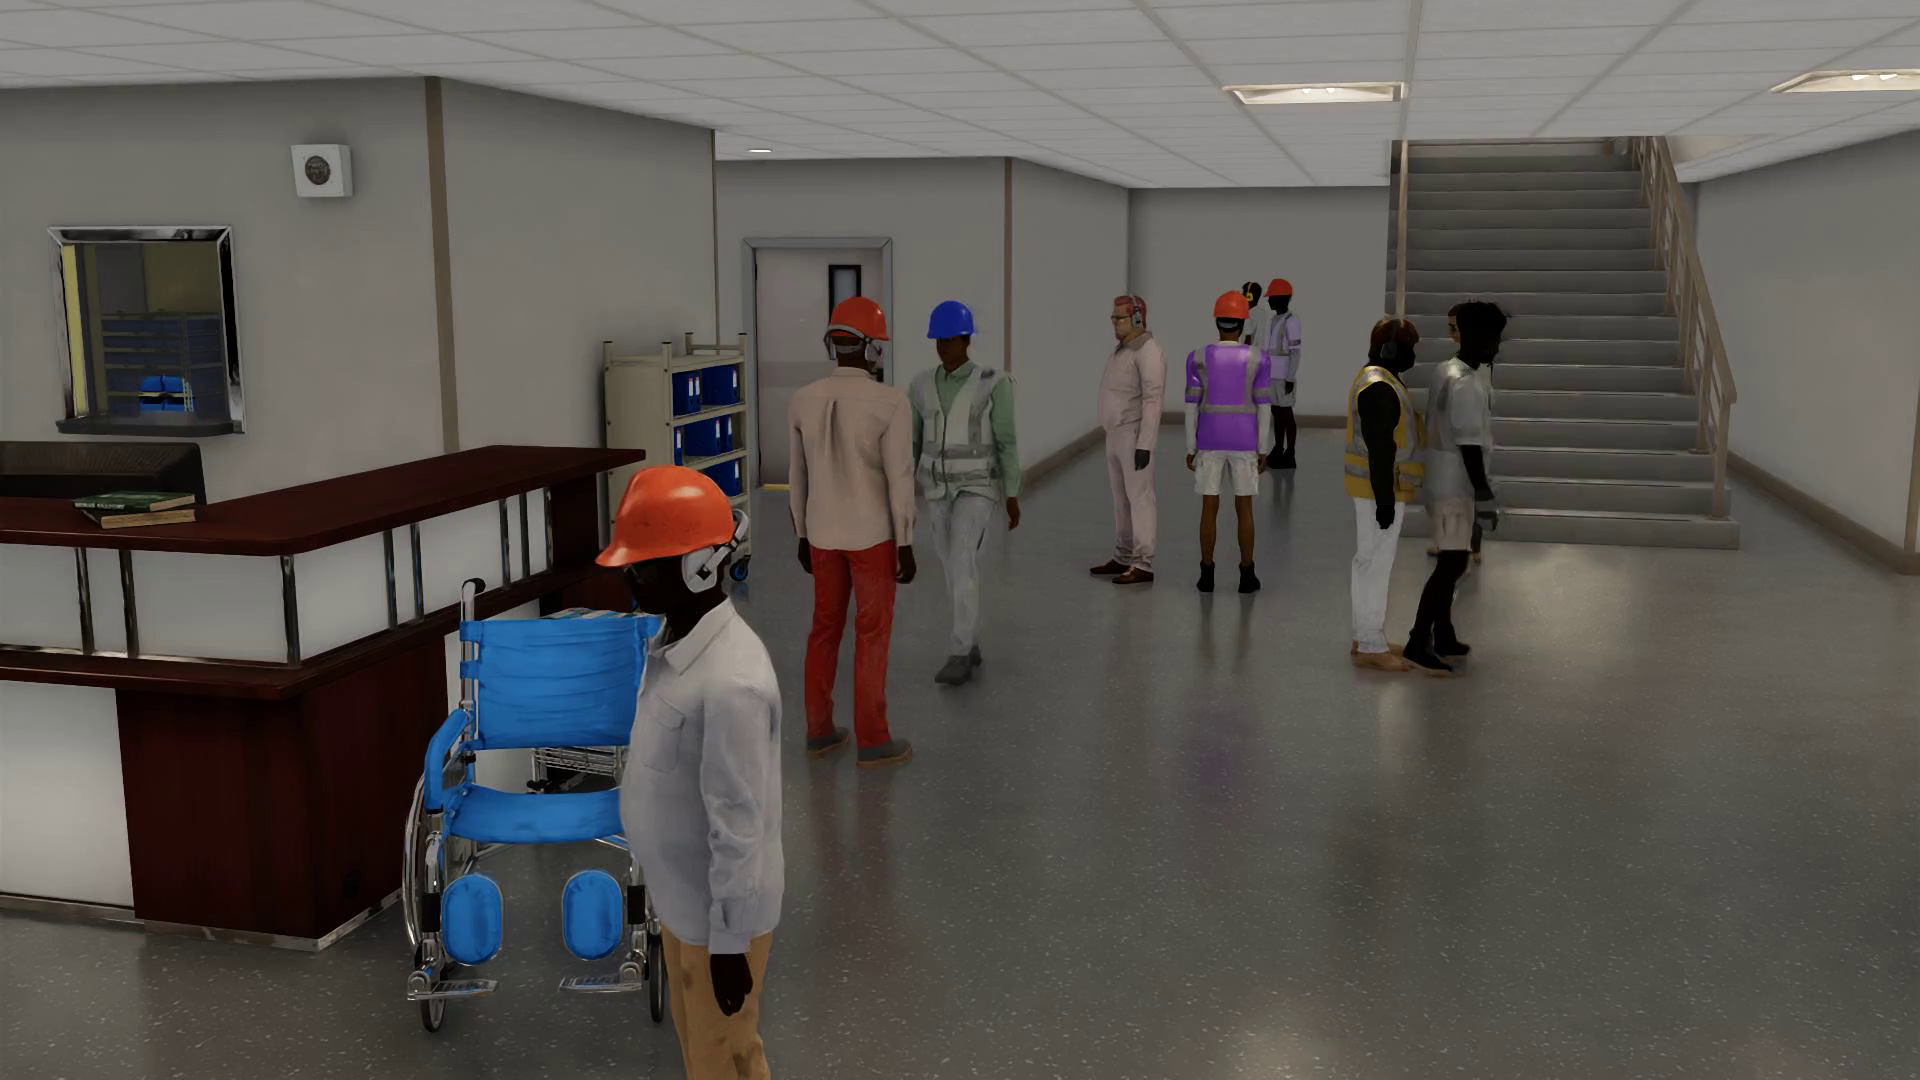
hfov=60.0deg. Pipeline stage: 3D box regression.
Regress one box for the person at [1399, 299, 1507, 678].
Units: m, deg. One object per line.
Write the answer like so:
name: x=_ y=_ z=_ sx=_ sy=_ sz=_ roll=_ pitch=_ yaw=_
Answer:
person: x=2.542 y=-0.273 z=8.630 sx=0.482 sy=1.940 sz=0.751 roll=1 pitch=10 yaw=6

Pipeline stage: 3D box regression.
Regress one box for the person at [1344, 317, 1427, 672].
person: x=2.233 y=-0.242 z=8.743 sx=0.429 sy=1.840 sz=0.624 roll=2 pitch=10 yaw=11

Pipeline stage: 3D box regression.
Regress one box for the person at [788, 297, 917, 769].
person: x=-0.440 y=-0.024 z=7.026 sx=0.621 sy=1.985 sz=0.407 roll=6 pitch=11 yaw=33

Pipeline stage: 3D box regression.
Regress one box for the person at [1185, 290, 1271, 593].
person: x=1.714 y=-0.623 z=10.680 sx=0.547 sy=1.938 sz=0.377 roll=2 pitch=10 yaw=14

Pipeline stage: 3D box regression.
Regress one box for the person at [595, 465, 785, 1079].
person: x=-0.546 y=0.710 z=3.403 sx=0.352 sy=1.743 sz=0.564 roll=-4 pitch=10 yaw=-21

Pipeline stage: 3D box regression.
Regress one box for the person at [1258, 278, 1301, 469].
person: x=3.258 y=-1.692 z=16.978 sx=0.377 sy=1.936 sz=0.549 roll=-2 pitch=10 yaw=-13

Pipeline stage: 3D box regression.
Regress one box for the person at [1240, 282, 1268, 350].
person: x=3.405 y=-2.083 z=19.484 sx=0.328 sy=1.871 sz=0.510 roll=7 pitch=12 yaw=35

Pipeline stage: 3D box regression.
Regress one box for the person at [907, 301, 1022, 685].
person: x=-0.070 y=-0.234 z=8.416 sx=0.651 sy=1.922 sz=0.759 roll=6 pitch=11 yaw=31

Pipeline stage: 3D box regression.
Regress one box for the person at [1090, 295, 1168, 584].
person: x=1.112 y=-0.668 z=11.045 sx=0.408 sy=1.907 sz=0.638 roll=-3 pitch=10 yaw=-17

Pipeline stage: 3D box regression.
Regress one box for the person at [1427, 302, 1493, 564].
person: x=3.541 y=-0.745 z=11.690 sx=0.345 sy=1.839 sz=0.504 roll=0 pitch=10 yaw=0
